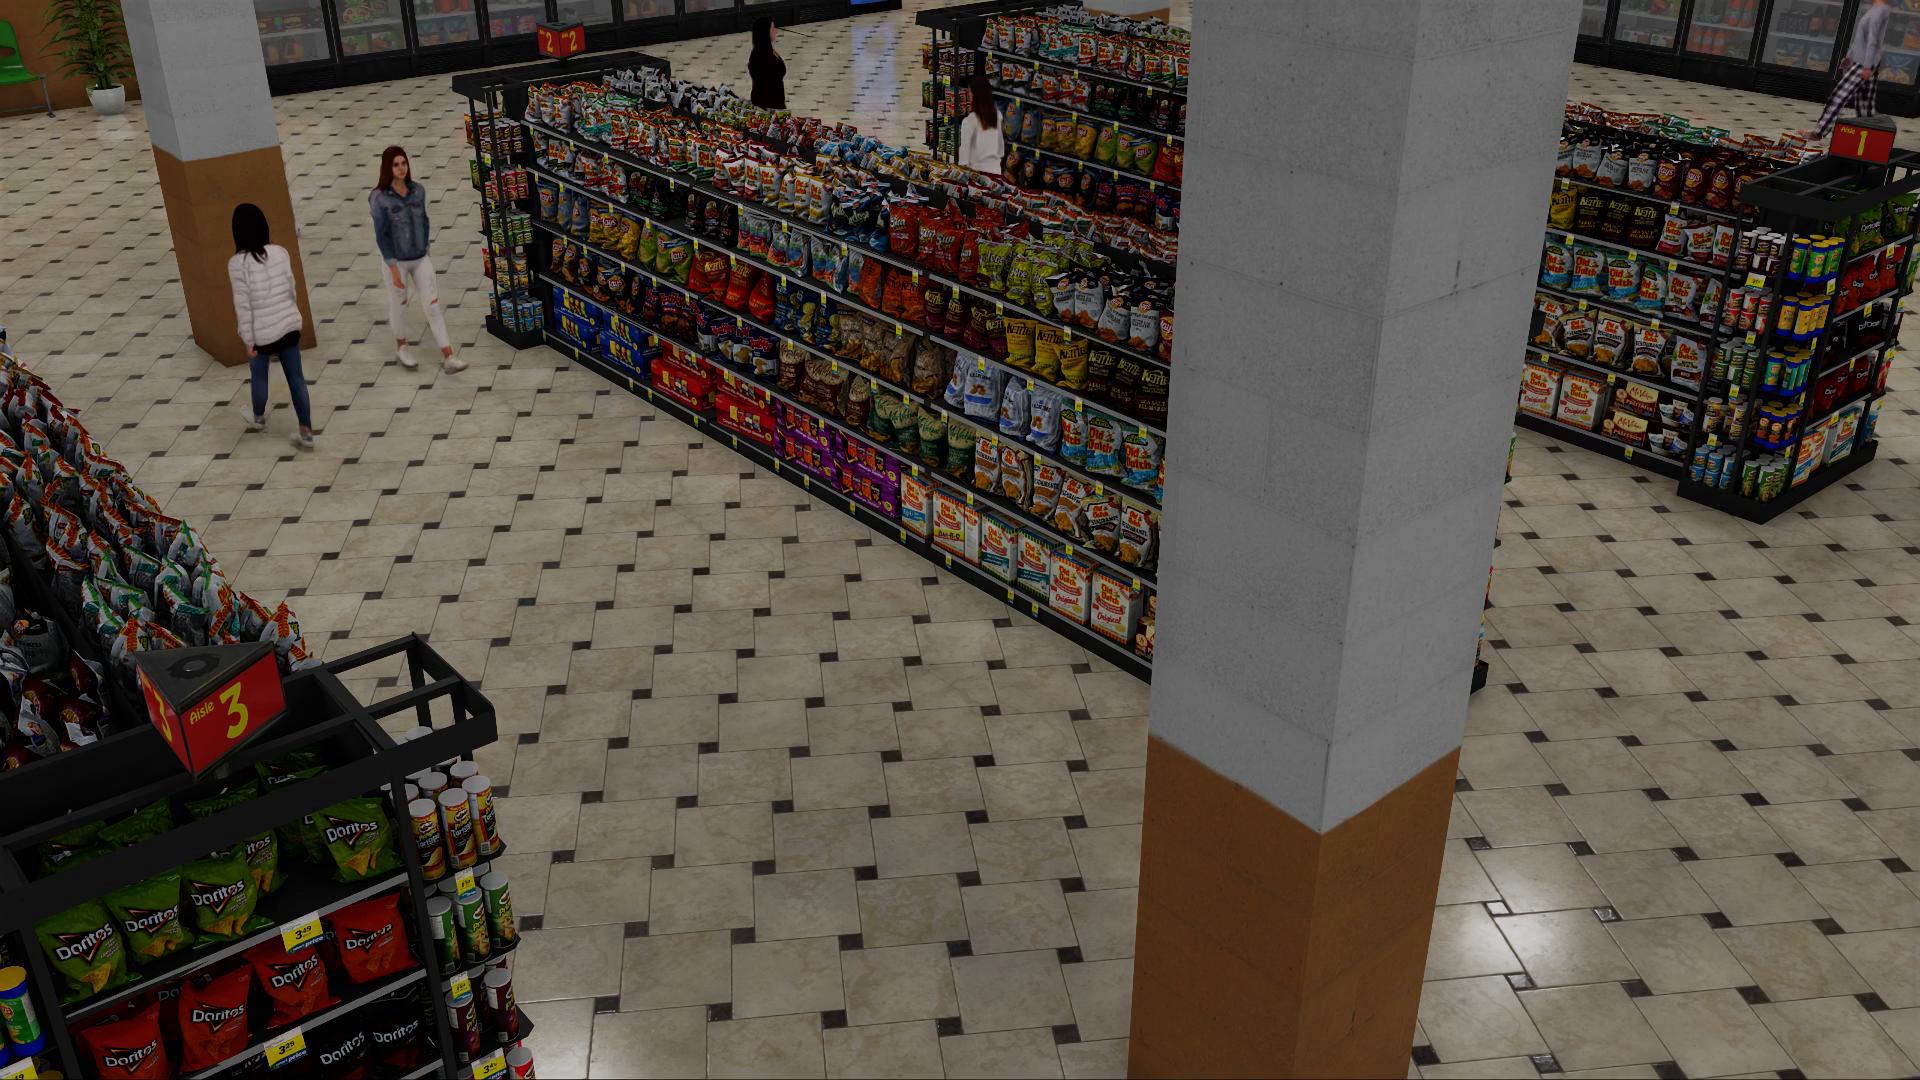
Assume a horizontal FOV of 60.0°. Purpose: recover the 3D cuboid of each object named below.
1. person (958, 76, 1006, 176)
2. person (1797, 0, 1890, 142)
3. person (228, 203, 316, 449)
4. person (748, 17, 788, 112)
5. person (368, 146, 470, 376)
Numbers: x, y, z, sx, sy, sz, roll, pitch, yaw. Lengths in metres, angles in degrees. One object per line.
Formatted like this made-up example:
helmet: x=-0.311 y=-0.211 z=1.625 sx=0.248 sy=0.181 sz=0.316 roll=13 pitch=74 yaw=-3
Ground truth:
person: x=0.239 y=-3.086 z=14.165 sx=0.603 sy=1.683 sz=0.646 roll=24 pitch=35 yaw=39
person: x=9.996 y=-5.203 z=18.188 sx=1.116 sy=1.821 sz=0.855 roll=15 pitch=31 yaw=27
person: x=-4.444 y=-1.354 z=10.840 sx=1.038 sy=1.602 sz=0.748 roll=21 pitch=33 yaw=35
person: x=-1.976 y=-4.257 z=16.410 sx=0.935 sy=1.741 sz=0.923 roll=-6 pitch=28 yaw=-12
person: x=-4.068 y=-2.017 z=12.078 sx=0.642 sy=1.664 sz=1.059 roll=-22 pitch=34 yaw=-37
